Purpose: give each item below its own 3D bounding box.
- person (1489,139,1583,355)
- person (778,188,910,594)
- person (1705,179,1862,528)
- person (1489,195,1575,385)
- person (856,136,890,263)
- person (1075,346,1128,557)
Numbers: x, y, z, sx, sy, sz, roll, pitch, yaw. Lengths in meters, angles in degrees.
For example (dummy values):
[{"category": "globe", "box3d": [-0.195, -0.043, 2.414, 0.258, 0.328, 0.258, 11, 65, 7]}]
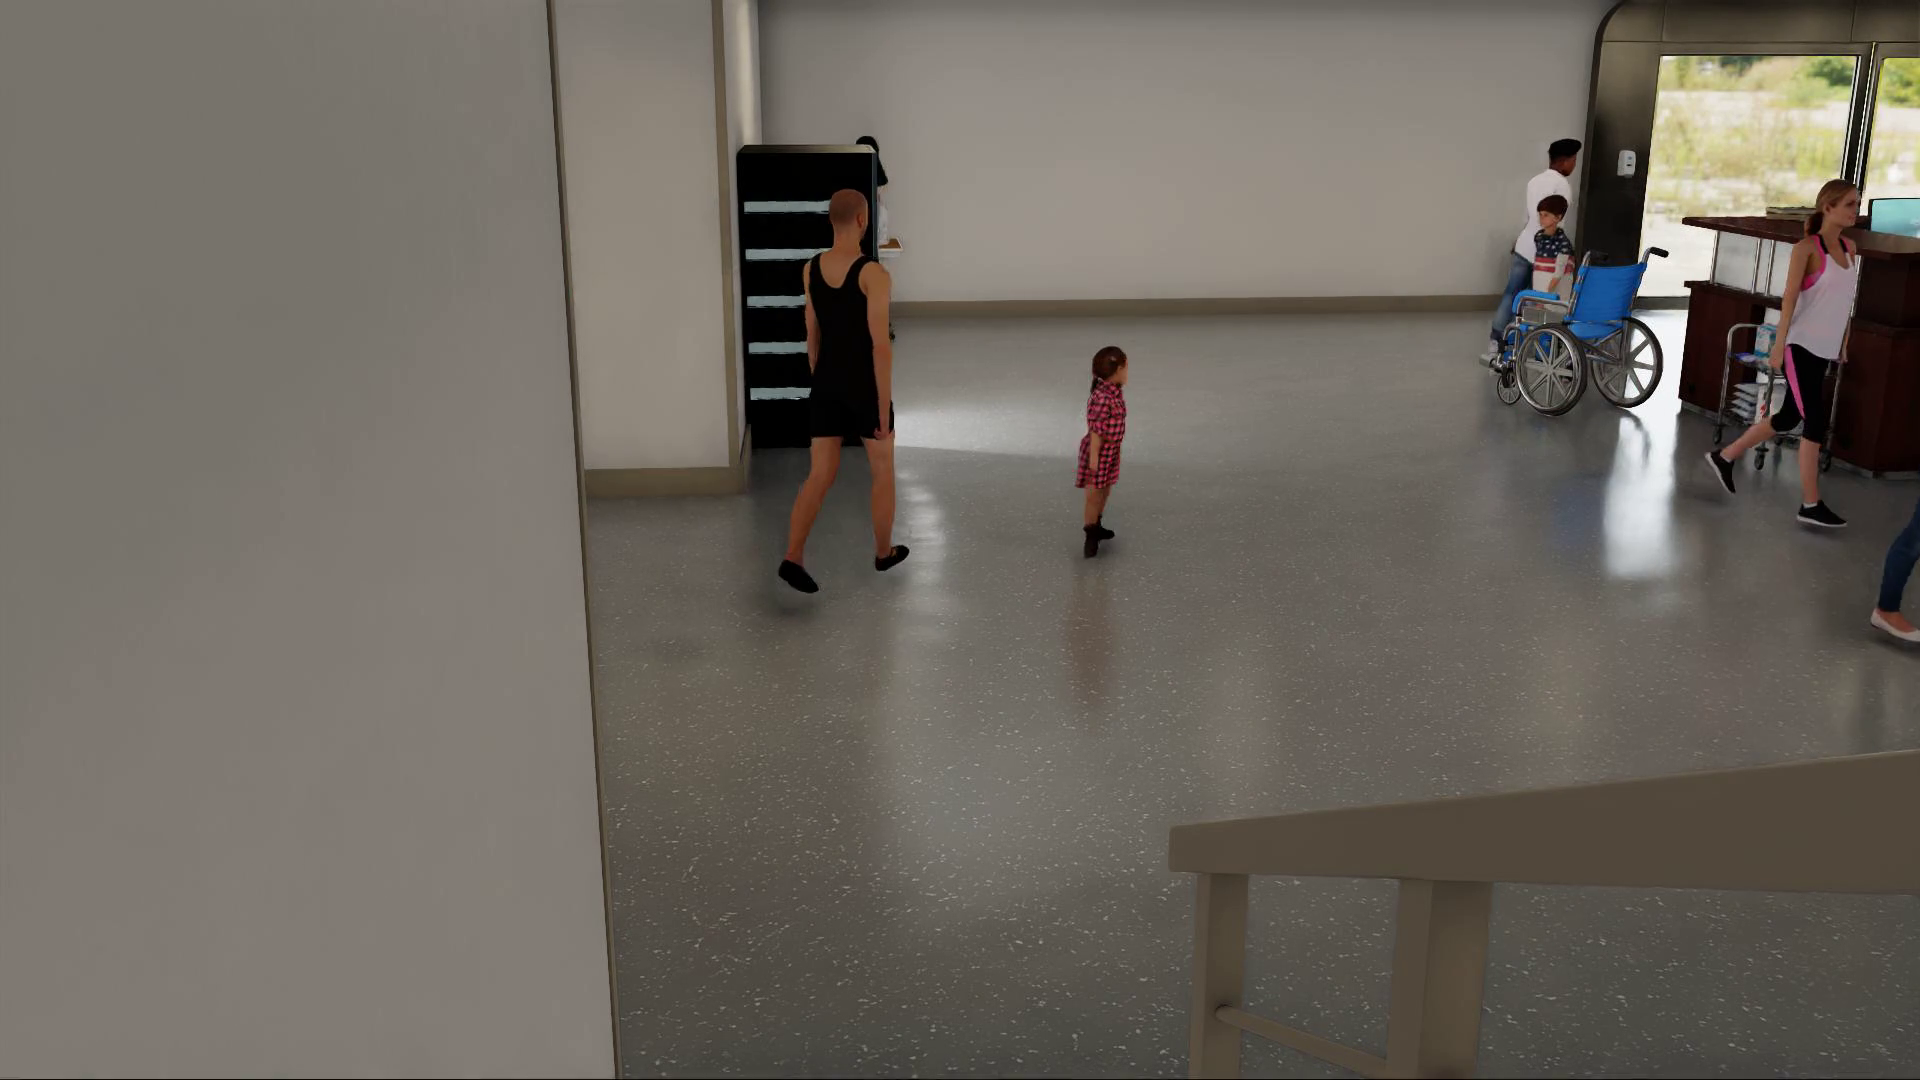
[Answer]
[{"category": "person", "box3d": [4.652, -2.335, 13.545, 1.046, 1.753, 1.182, -7, 17, -25]}, {"category": "person", "box3d": [-0.565, -0.624, 7.426, 1.056, 1.781, 1.240, 8, 18, 27]}, {"category": "person", "box3d": [4.352, -0.976, 8.722, 0.907, 1.754, 1.201, -9, 18, -28]}, {"category": "person", "box3d": [4.461, -1.839, 12.421, 0.792, 1.407, 0.905, -8, 18, -26]}, {"category": "person", "box3d": [-0.812, -2.736, 14.960, 0.847, 1.757, 0.723, 11, 19, 33]}, {"category": "person", "box3d": [0.677, -0.438, 8.198, 0.639, 1.003, 0.500, 10, 19, 32]}]
